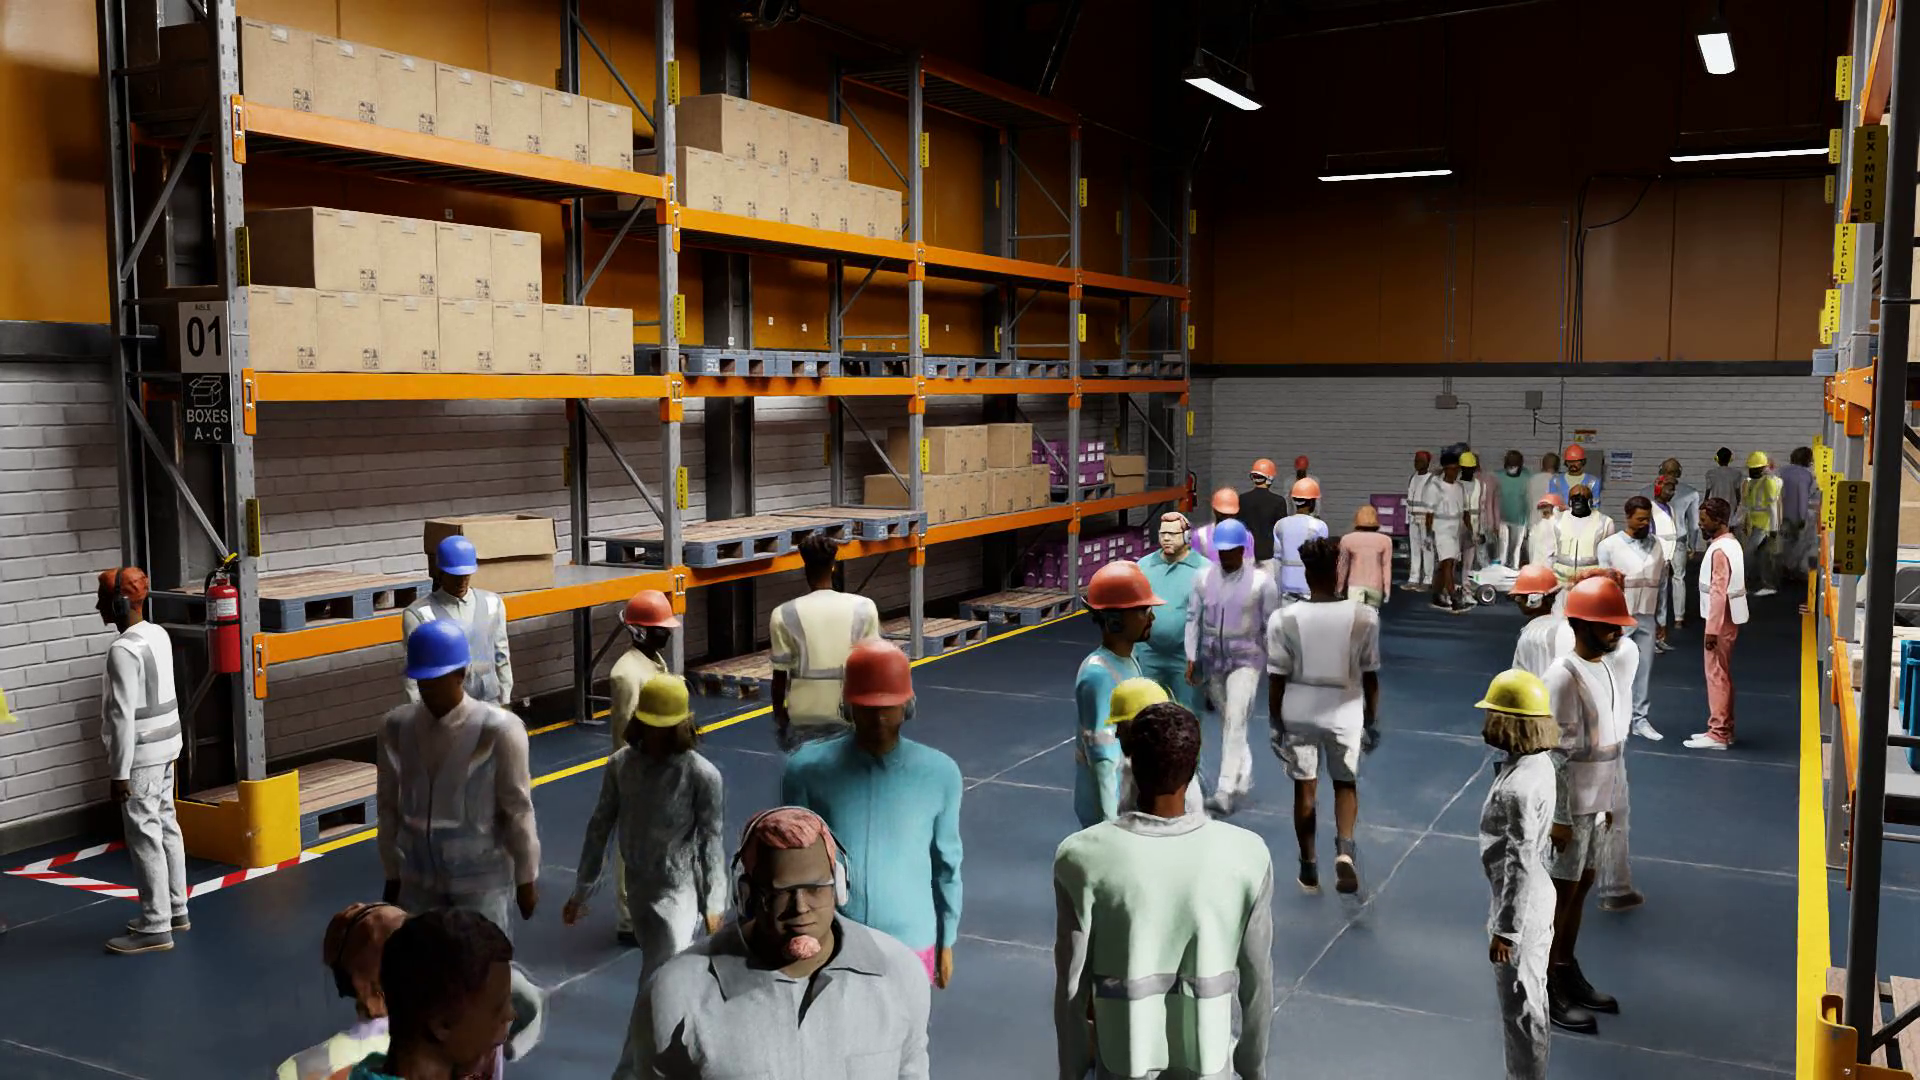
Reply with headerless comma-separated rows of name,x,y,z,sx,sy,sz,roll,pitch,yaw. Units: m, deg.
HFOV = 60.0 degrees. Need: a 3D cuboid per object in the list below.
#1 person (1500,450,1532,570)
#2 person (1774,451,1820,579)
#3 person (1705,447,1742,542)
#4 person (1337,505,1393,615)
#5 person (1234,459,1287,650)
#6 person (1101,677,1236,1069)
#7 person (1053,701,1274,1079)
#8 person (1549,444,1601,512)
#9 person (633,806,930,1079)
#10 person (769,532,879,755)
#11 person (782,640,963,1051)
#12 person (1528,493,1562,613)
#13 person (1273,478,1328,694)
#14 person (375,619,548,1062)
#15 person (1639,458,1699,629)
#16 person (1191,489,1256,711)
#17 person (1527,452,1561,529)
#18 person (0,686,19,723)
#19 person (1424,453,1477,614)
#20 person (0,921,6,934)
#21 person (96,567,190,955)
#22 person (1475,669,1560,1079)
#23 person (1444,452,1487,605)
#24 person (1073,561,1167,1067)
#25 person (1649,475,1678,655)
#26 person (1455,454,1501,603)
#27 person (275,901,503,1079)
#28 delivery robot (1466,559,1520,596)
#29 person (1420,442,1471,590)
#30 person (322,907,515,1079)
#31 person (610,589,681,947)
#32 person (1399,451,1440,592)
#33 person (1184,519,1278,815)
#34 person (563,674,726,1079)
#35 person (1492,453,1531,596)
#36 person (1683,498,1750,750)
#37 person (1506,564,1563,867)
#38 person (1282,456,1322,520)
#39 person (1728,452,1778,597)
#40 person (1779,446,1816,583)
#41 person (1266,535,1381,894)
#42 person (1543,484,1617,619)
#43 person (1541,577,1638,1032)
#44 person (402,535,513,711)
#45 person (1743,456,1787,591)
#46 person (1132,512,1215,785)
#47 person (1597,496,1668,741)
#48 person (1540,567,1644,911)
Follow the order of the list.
person,8.272,-0.414,24.504,0.654,1.802,0.752,-3,6,-30
person,11.958,-0.377,23.844,0.589,1.825,1.005,-1,5,-10
person,11.073,-0.416,24.155,0.502,1.861,0.328,2,6,20
person,3.912,0.461,16.055,0.509,1.602,0.795,1,5,10
person,3.135,0.153,17.275,0.612,1.995,0.382,4,6,34
person,0.771,1.339,5.945,0.524,1.715,0.535,-2,6,-22
person,0.538,1.385,4.431,0.592,1.919,0.392,0,5,-3
person,7.430,-0.139,20.162,0.608,2.044,0.377,3,6,26
person,-0.339,1.485,3.414,0.645,1.908,0.408,-2,6,-22
person,-0.725,0.935,9.105,0.647,1.944,0.454,-1,5,-12
person,-0.294,1.273,5.462,0.603,1.962,0.975,0,5,-4
person,5.639,0.420,15.954,0.321,1.716,0.688,0,5,4
person,3.034,0.420,14.700,0.543,1.939,0.359,5,7,41
person,-1.850,1.218,6.251,0.610,1.926,0.697,1,5,13
person,8.002,0.038,18.809,0.635,1.937,0.353,2,6,19
person,2.239,0.500,14.201,0.556,1.874,0.987,0,5,2
person,7.401,-0.145,20.942,0.422,1.918,0.630,-2,6,-24
person,-3.143,1.338,5.032,0.629,1.899,0.620,3,6,28
person,5.976,-0.077,20.121,0.639,1.932,0.828,-4,6,-34
person,-4.930,1.044,8.078,0.375,1.931,0.630,0,5,4
person,-4.008,1.064,8.140,0.353,1.877,0.573,-1,5,-9
person,1.979,1.328,5.966,0.294,1.744,0.484,2,6,24
person,6.307,-0.140,20.789,0.589,1.928,0.386,-1,5,-10
person,0.651,1.104,6.763,0.365,2.048,0.608,1,5,13
person,7.169,0.244,17.127,0.390,1.838,0.563,5,7,44
person,6.510,-0.163,21.191,0.650,1.898,0.867,-3,6,-33
person,-1.233,1.602,3.641,0.520,1.633,0.313,-3,6,-33
delivery robot,6.729,0.485,20.864,0.707,0.478,0.477,-1,5,-10
person,6.524,-0.334,22.273,0.692,2.000,0.703,1,5,10
person,-1.079,1.567,2.835,0.962,1.866,0.596,-3,6,-31
person,-1.538,1.113,8.233,0.342,1.748,0.573,0,5,4
person,6.144,-0.249,22.187,0.355,1.885,0.574,-3,6,-26
person,1.767,0.802,10.861,0.588,1.889,0.981,4,6,33
person,-1.171,1.338,6.138,0.526,1.690,0.894,3,6,31
person,7.201,-0.207,21.833,0.685,1.858,1.039,2,6,19
person,5.763,0.631,12.624,0.412,1.907,0.596,3,6,28
person,3.238,1.007,9.379,0.346,1.746,0.572,4,7,36
person,5.042,-0.383,24.617,0.588,1.708,0.715,2,6,23
person,10.258,-0.191,21.472,0.763,1.893,0.637,1,5,6
person,11.565,-0.338,22.962,0.435,1.920,0.635,-1,5,-8
person,1.943,0.954,8.871,0.631,1.952,0.554,1,5,8
person,5.726,0.402,15.411,0.635,1.842,0.429,3,6,28
person,2.704,1.120,7.179,0.376,1.935,0.550,4,7,40
person,-2.784,0.932,9.260,0.620,1.932,0.420,-4,7,-40
person,10.743,-0.234,22.339,0.649,1.825,0.480,-1,6,-16
person,1.417,0.765,11.152,0.639,1.910,0.407,3,6,26
person,5.208,0.605,12.899,0.591,1.909,0.407,-1,5,-14
person,3.162,1.049,8.506,0.980,1.845,0.571,-4,7,-36
